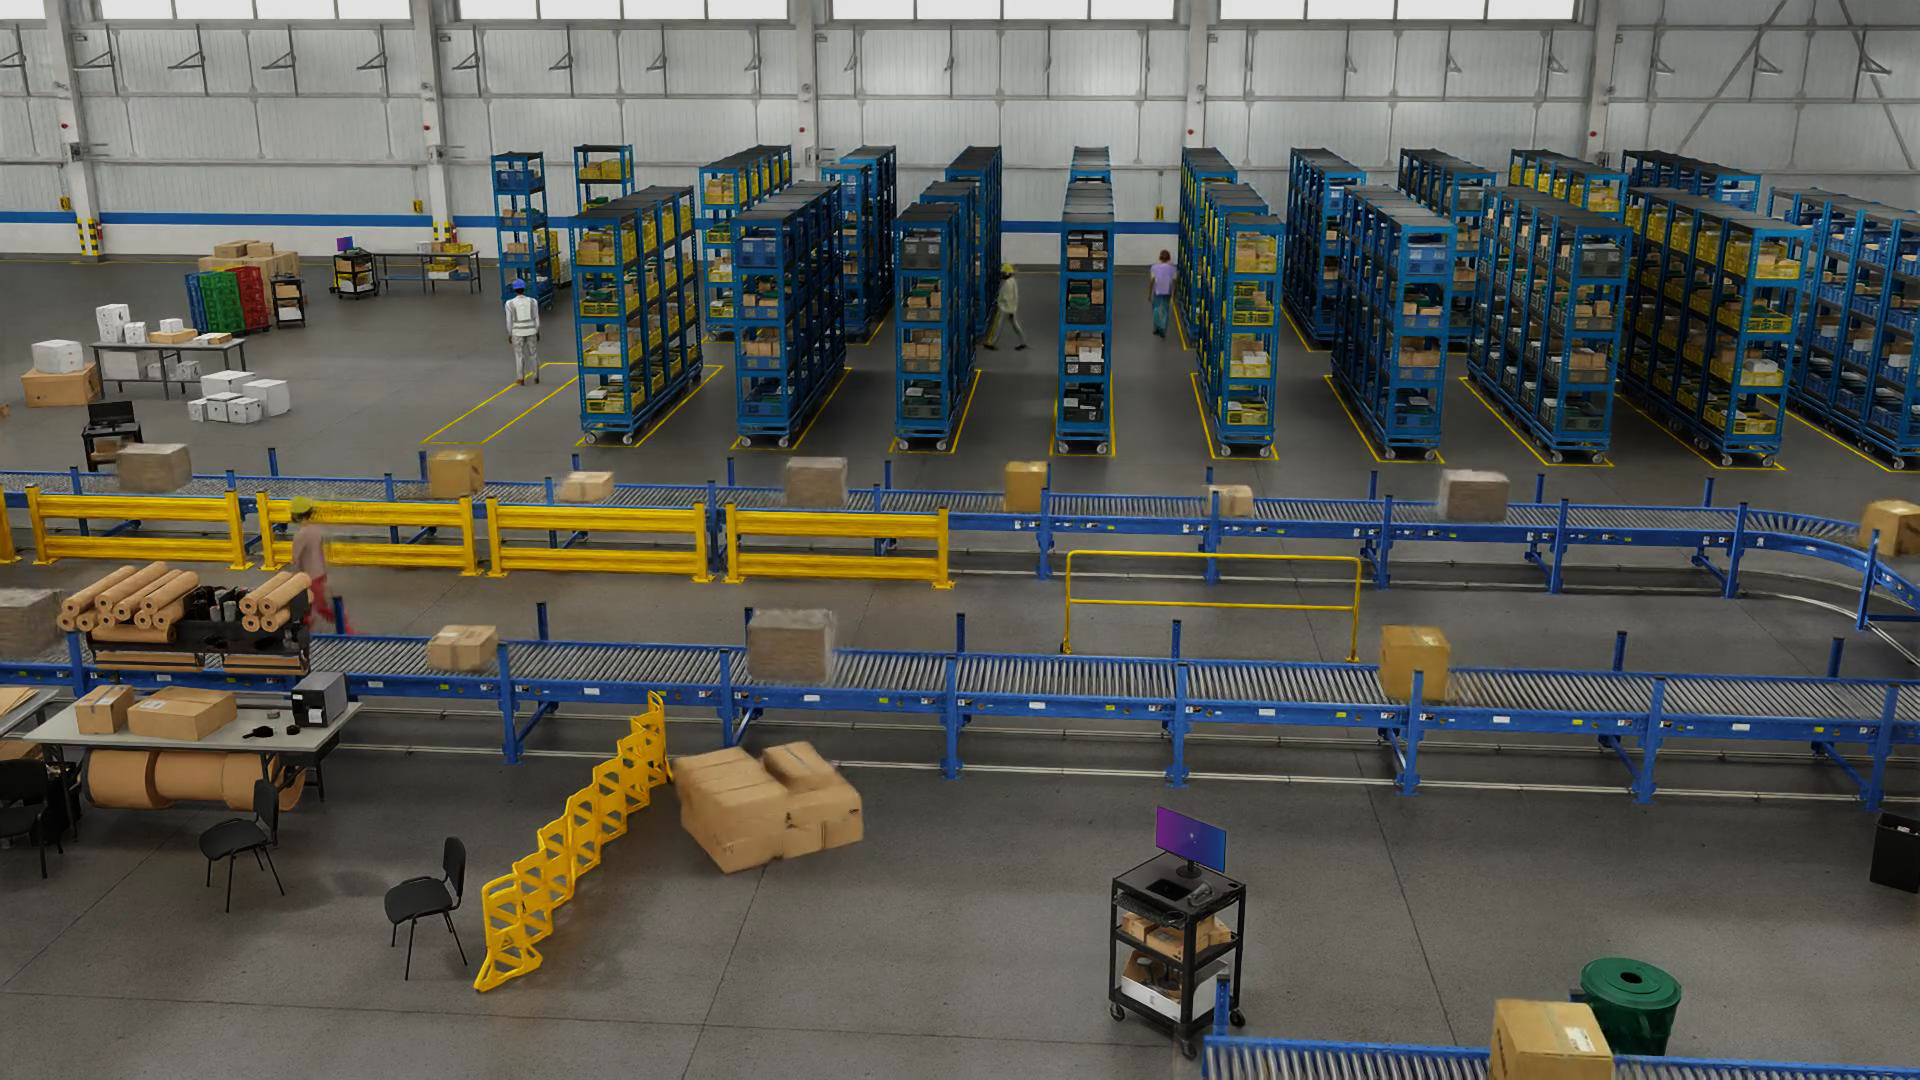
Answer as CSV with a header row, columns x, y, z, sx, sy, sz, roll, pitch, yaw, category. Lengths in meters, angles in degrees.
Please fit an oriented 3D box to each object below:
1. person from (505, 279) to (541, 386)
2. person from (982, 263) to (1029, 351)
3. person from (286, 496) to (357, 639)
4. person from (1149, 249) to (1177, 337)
x,y,z,sx,sy,sz,roll,pitch,yaw,category
-7.975,-3.796,30.413,0.605,1.950,0.381,-9,19,-25,person
0.959,-4.688,33.514,0.953,1.785,0.609,2,18,8,person
-6.810,0.371,17.553,0.886,1.730,0.523,-1,18,-3,person
4.266,-5.225,35.143,0.607,1.824,0.628,-1,18,-3,person
